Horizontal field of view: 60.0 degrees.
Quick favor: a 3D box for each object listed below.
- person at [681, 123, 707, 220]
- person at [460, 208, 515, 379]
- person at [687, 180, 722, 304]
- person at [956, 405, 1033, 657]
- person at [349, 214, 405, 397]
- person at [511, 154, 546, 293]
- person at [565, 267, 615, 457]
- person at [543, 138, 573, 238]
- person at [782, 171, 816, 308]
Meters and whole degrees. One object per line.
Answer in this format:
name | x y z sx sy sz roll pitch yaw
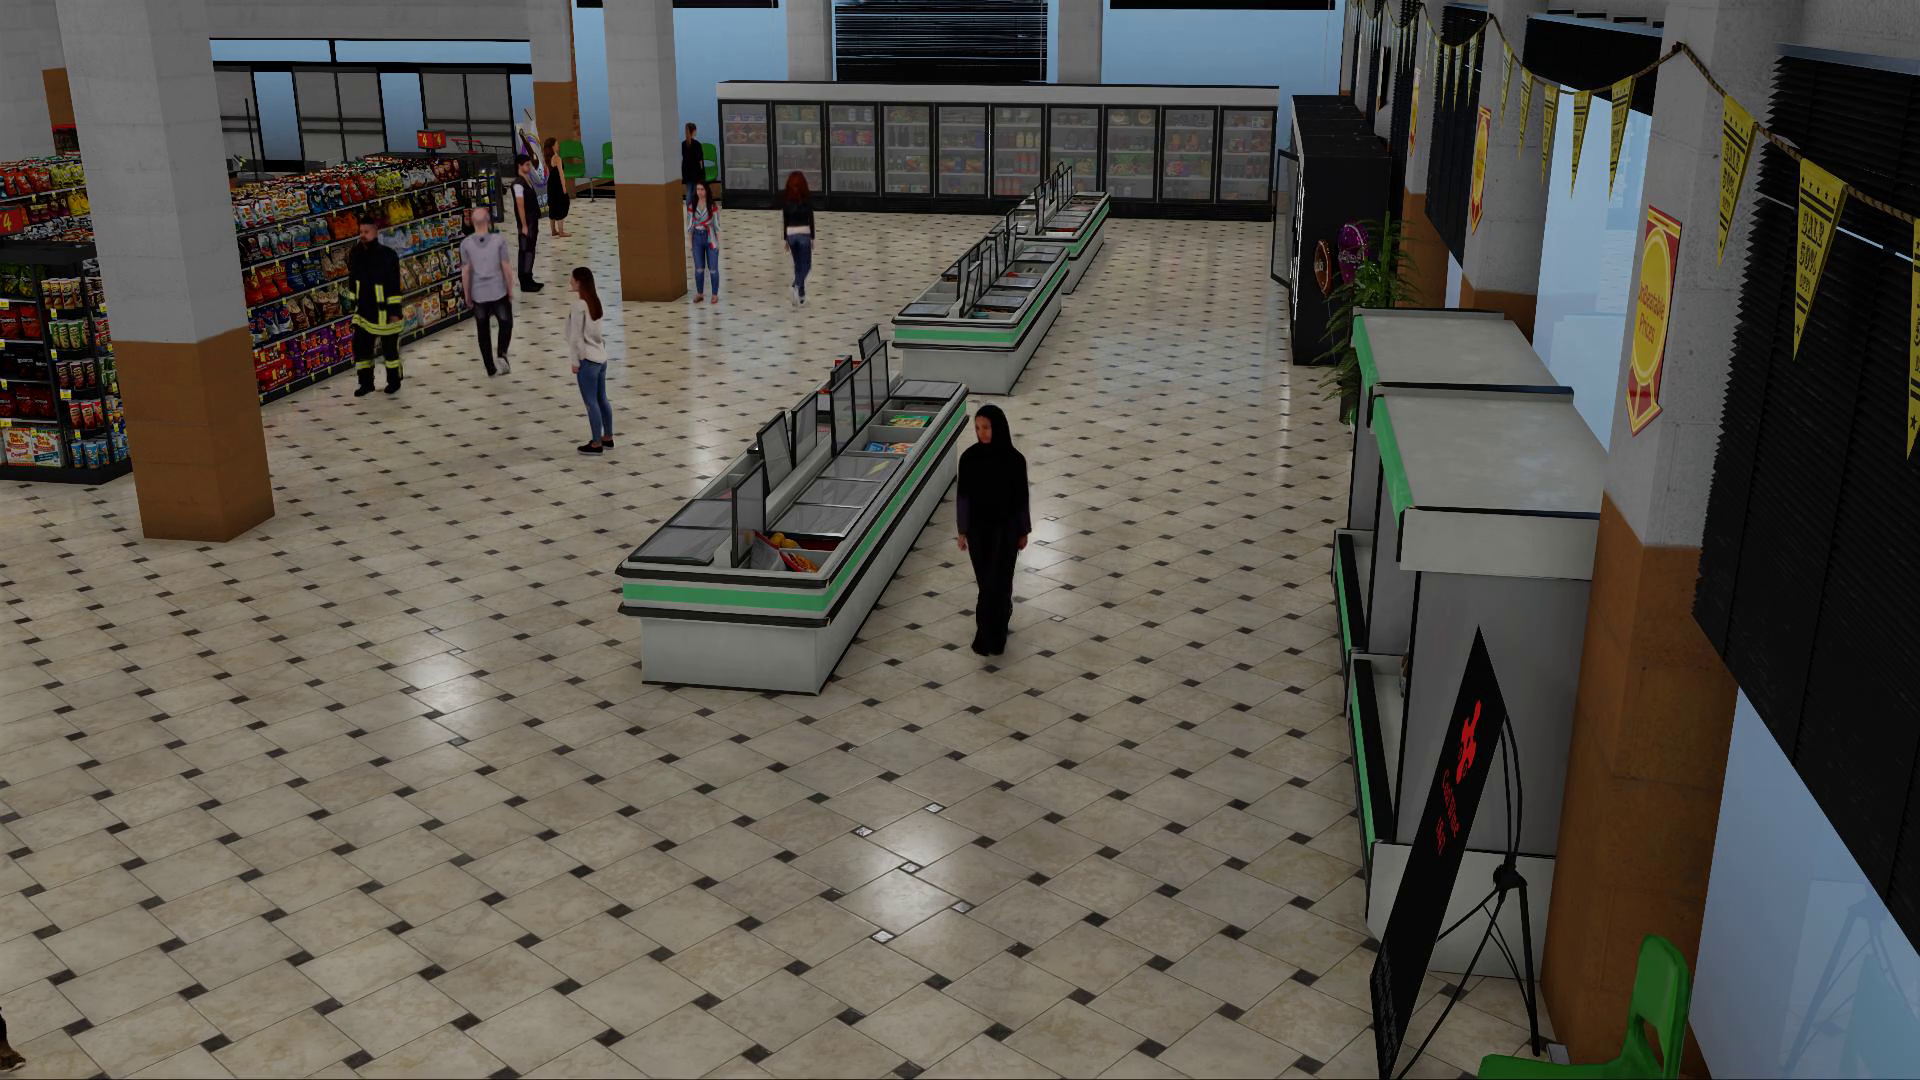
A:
person | -4.782 -6.597 29.761 0.706 1.692 0.691 12 22 31
person | -5.016 -2.601 17.695 0.844 1.827 0.970 -3 19 -9
person | -3.382 -3.966 22.083 0.609 1.611 0.522 2 19 5
person | 0.225 -0.098 10.637 0.686 1.594 1.183 5 19 14
person | -5.974 -2.431 17.163 0.762 1.845 0.788 3 19 10
person | -5.978 -4.367 22.902 0.769 1.848 0.588 -1 19 -2
person | -3.324 -1.615 14.983 0.672 1.692 0.496 4 19 12
person | -6.758 -5.901 27.800 0.730 1.625 0.686 -17 25 -41
person | -2.102 -3.838 21.453 0.624 1.770 1.066 5 19 14
